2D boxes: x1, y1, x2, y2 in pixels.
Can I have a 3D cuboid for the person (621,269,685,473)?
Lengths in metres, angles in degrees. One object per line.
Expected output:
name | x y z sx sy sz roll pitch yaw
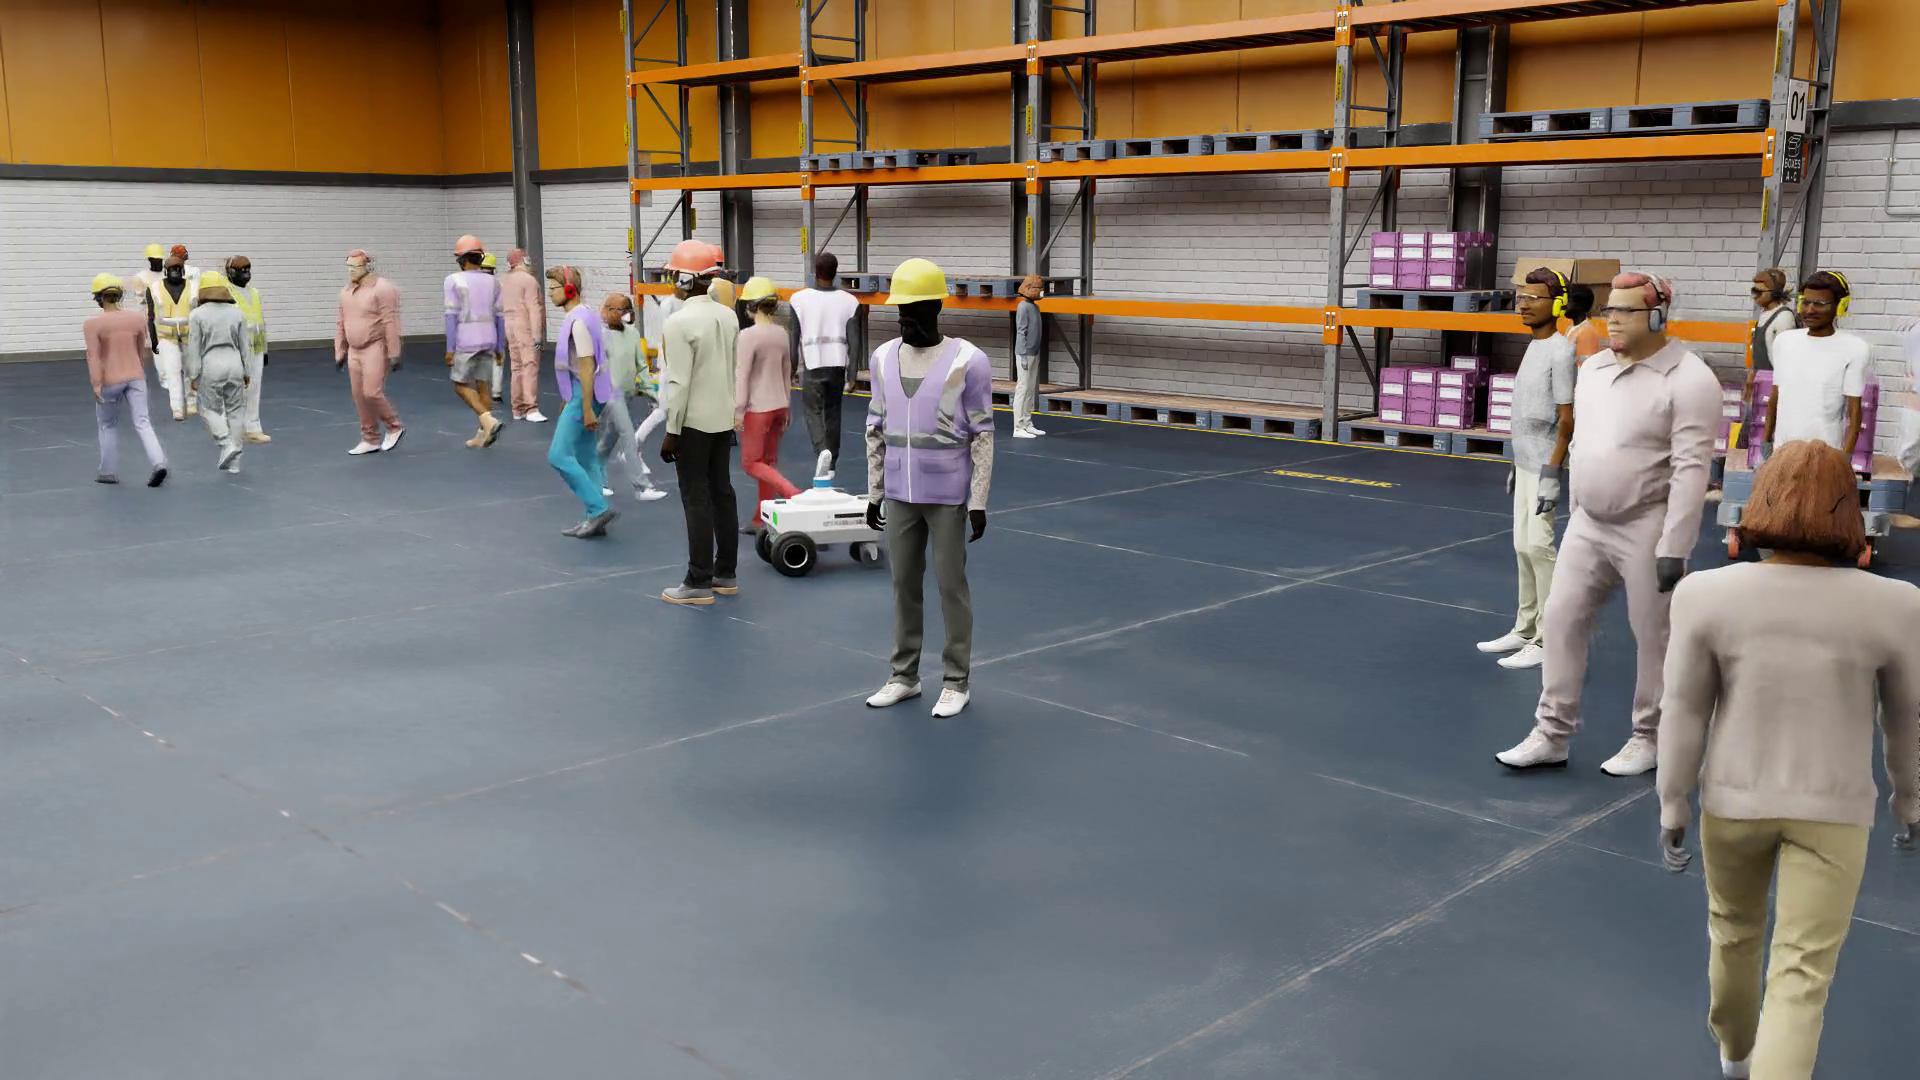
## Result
person | -2.456 -1.438 13.993 0.941 1.830 0.522 4 11 20

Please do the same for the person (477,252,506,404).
person | -5.633 -2.529 19.943 0.614 1.813 0.432 -2 11 -8

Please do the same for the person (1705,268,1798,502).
person | 6.122 -1.134 12.448 0.938 1.788 0.598 3 11 16

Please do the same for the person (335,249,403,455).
person | -5.457 -1.724 15.325 0.659 1.892 0.420 7 12 32

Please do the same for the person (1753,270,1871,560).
person | 4.217 -0.416 8.330 0.395 1.848 0.545 -7 13 -34

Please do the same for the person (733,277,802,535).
person | -1.241 -0.861 11.013 0.616 1.752 0.528 5 12 27

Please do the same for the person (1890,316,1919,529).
person | 6.637 -0.899 11.158 0.644 1.778 0.989 -4 11 -20

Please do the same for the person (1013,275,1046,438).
person | 0.701 -1.841 16.721 0.278 1.628 0.500 4 11 22

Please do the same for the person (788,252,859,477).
person | -1.101 -1.416 13.678 0.587 1.893 0.829 -3 11 -17

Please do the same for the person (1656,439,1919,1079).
person | 1.803 0.579 3.618 0.516 1.593 0.859 7 12 33

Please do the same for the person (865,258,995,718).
person | -0.151 -0.210 7.000 0.594 1.924 0.382 6 12 30

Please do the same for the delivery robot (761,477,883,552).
delivery robot | -0.835 -0.139 10.100 0.707 0.478 0.477 -4 11 -19

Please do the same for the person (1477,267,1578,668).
person | 2.691 -0.331 7.811 0.318 1.872 0.531 0 10 0

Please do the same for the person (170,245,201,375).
person | -11.248 -3.329 24.124 0.575 1.884 0.355 -2 11 -10

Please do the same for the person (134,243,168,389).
person | -10.606 -2.962 22.040 0.536 1.914 0.610 9 14 40

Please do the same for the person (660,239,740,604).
person | -1.438 -0.645 9.179 0.375 1.997 0.611 5 11 24

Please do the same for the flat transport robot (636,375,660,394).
flat transport robot | -3.655 -1.956 21.039 1.431 0.197 0.652 10 14 43

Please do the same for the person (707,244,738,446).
person | -2.336 -1.832 15.811 0.362 1.939 0.542 5 11 24

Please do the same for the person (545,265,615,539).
person | -2.533 -0.910 11.085 0.454 1.823 0.569 -1 10 -8

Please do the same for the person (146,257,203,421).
person | -8.683 -2.254 18.535 0.643 1.798 0.967 -5 12 -25

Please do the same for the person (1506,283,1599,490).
person | 4.566 -1.103 12.590 0.836 1.661 0.541 3 11 14

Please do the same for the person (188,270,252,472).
person | -6.275 -1.421 14.134 0.510 1.724 0.416 -9 14 -41

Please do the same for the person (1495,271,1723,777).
person | 2.361 -0.027 6.104 0.785 1.881 0.673 -5 12 -27

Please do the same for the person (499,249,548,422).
person | -4.726 -2.233 18.201 0.793 1.885 0.401 10 14 42

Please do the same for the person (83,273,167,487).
person | -6.751 -1.286 13.403 0.823 1.727 0.506 9 13 39

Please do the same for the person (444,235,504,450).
person | -4.527 -1.830 15.588 0.615 2.025 0.650 9 13 39

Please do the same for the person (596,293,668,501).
person | -2.607 -1.101 12.774 0.851 1.587 0.507 5 11 25

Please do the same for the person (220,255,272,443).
person | -6.968 -1.845 16.165 0.436 1.833 0.648 4 11 19
